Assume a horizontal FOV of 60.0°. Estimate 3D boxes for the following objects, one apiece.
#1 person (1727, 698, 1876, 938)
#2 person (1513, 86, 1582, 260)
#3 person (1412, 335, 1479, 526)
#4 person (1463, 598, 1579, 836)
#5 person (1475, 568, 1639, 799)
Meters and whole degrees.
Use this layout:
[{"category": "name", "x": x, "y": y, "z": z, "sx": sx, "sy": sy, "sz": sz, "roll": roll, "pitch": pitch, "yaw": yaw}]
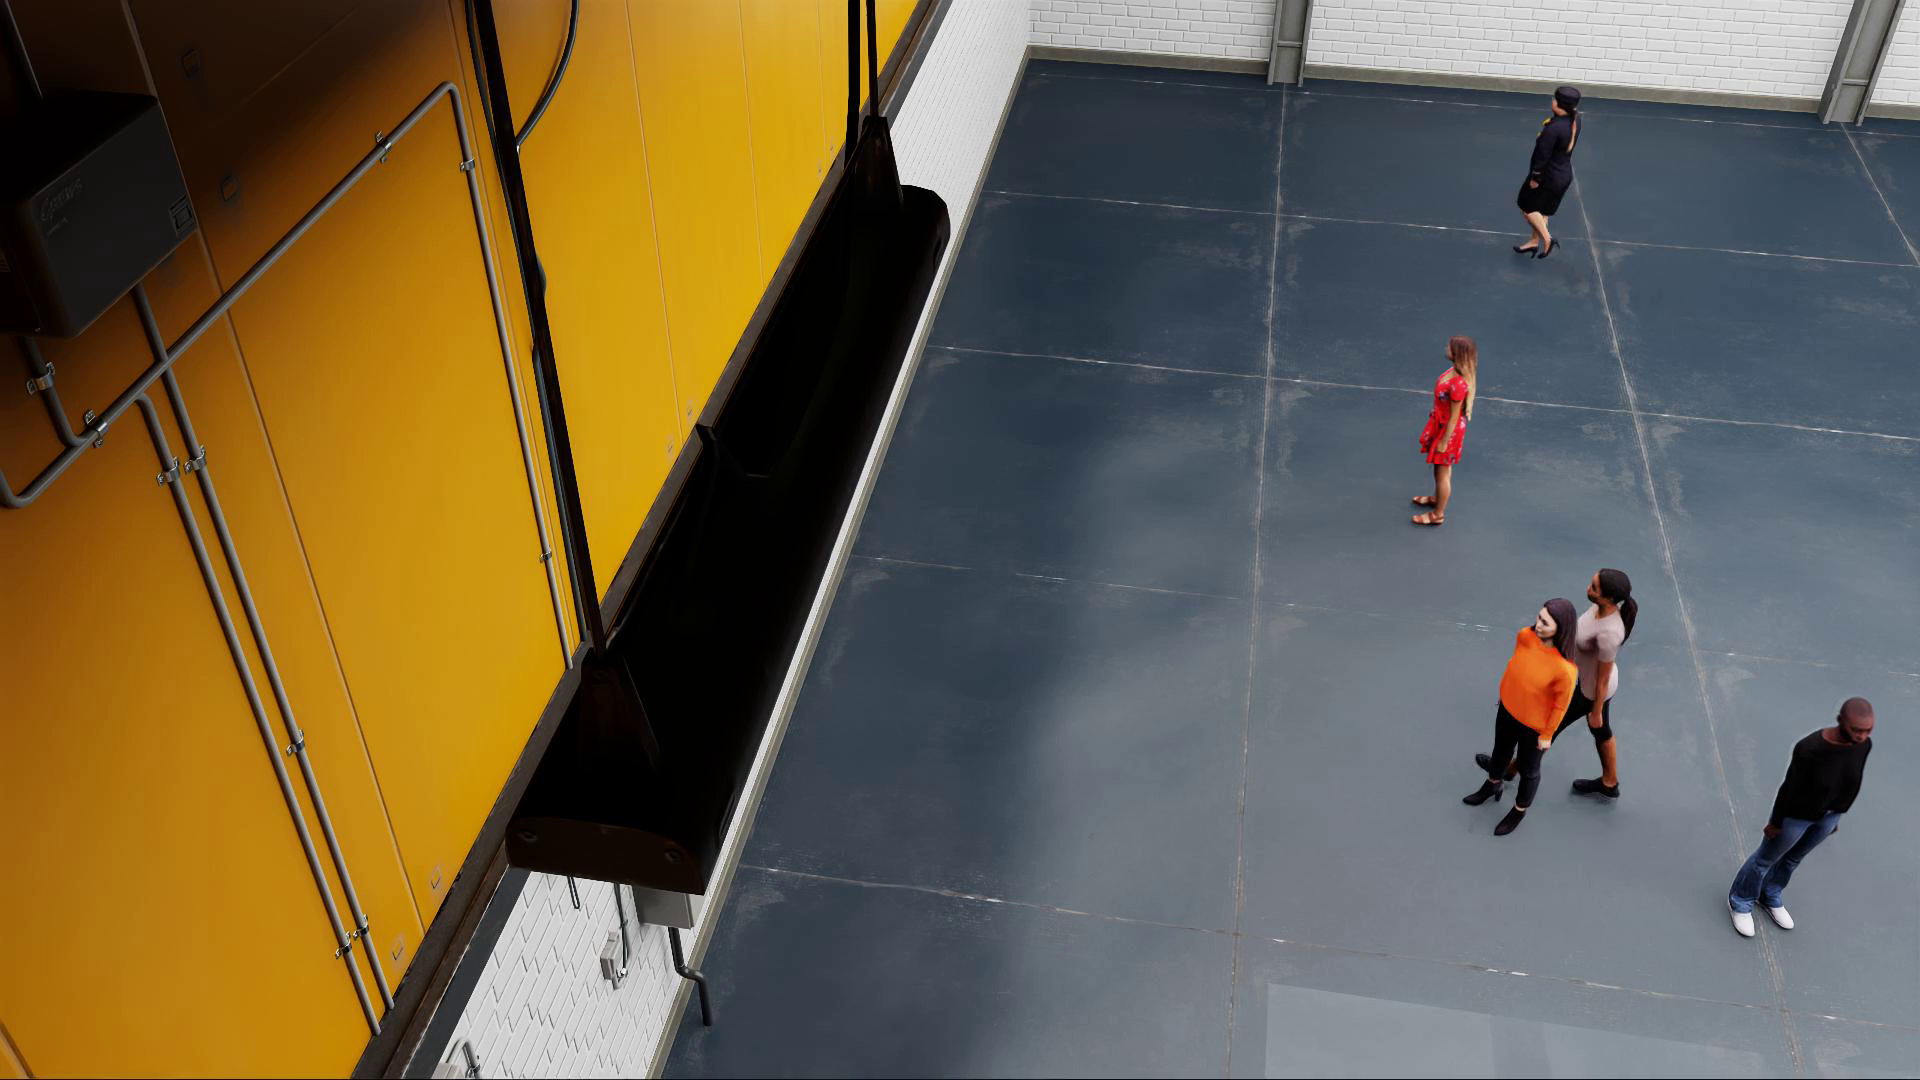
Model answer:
[{"category": "person", "x": 4.657, "y": 1.495, "z": 9.165, "sx": 0.605, "sy": 1.747, "sz": 0.732, "roll": -8, "pitch": 39, "yaw": -9}, {"category": "person", "x": 5.454, "y": -3.302, "z": 15.237, "sx": 0.864, "sy": 1.665, "sz": 0.909, "roll": -31, "pitch": 48, "yaw": -33}, {"category": "person", "x": 3.580, "y": -0.805, "z": 12.168, "sx": 0.577, "sy": 1.593, "sz": 0.594, "roll": 11, "pitch": 40, "yaw": 14}, {"category": "person", "x": 3.336, "y": 1.022, "z": 9.756, "sx": 0.729, "sy": 1.749, "sz": 0.709, "roll": -15, "pitch": 41, "yaw": -18}, {"category": "person", "x": 3.859, "y": 0.910, "z": 9.935, "sx": 1.158, "sy": 1.701, "sz": 0.750, "roll": 13, "pitch": 40, "yaw": 15}]
